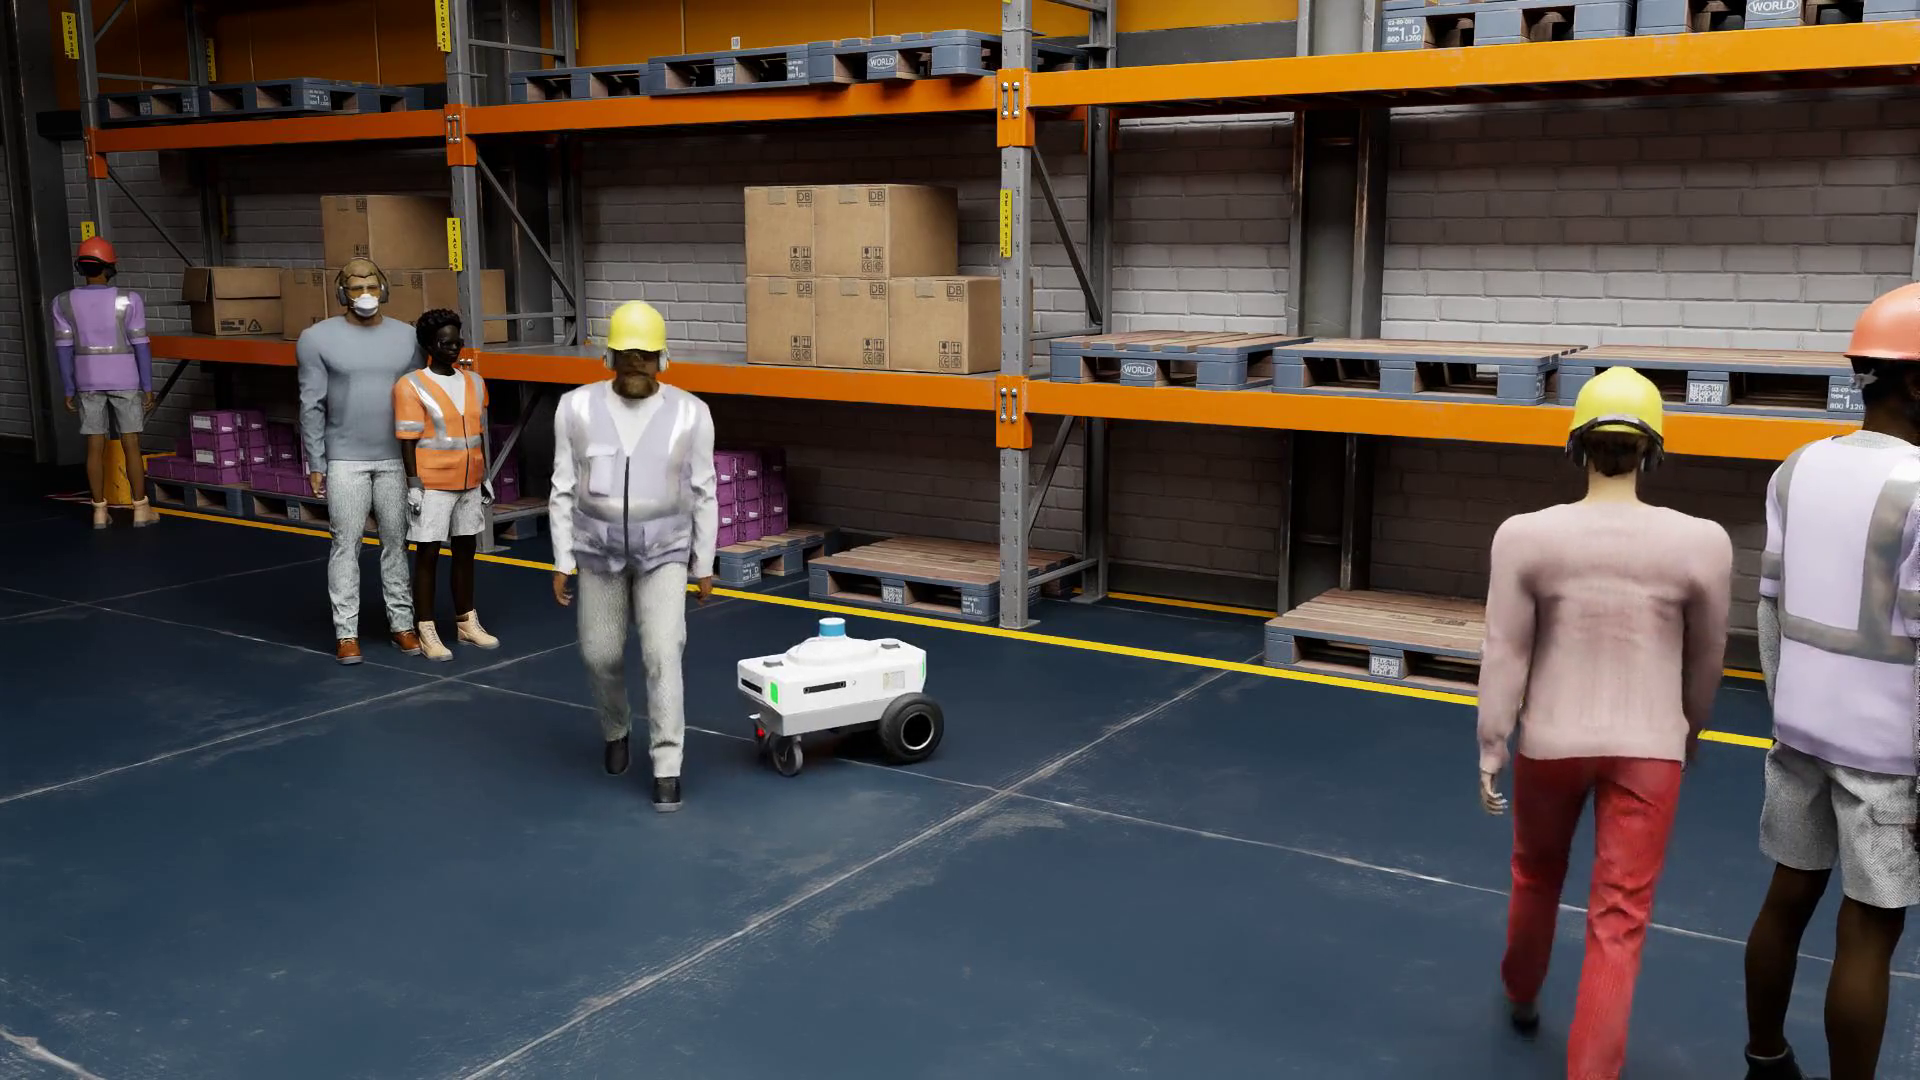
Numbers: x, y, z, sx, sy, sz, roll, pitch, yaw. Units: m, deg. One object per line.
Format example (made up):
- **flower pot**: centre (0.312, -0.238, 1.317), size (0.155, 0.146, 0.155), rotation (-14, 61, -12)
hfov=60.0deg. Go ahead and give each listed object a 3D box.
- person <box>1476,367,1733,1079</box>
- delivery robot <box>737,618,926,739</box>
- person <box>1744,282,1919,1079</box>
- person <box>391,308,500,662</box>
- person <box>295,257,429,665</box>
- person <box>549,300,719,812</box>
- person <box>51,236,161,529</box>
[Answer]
- **person**: centre (1.498, 0.463, 3.919), size (0.520, 1.725, 0.849), rotation (4, 11, 22)
- **delivery robot**: centre (-0.496, 0.547, 6.459), size (0.707, 0.478, 0.477), rotation (-7, 12, -32)
- **person**: centre (1.966, 0.418, 3.608), size (0.376, 1.934, 0.547), rotation (-2, 10, -12)
- **person**: centre (-2.493, -0.272, 8.091), size (0.318, 1.697, 0.533), rotation (6, 12, 31)
- **person**: centre (-2.839, -0.380, 8.019), size (0.627, 1.940, 0.372), rotation (-7, 12, -33)
- **person**: centre (-1.181, 0.041, 6.069), size (0.601, 1.835, 0.606), rotation (-1, 10, -4)
- **person**: centre (-5.996, -1.098, 11.702), size (0.605, 2.045, 0.378), rotation (-2, 11, -13)
